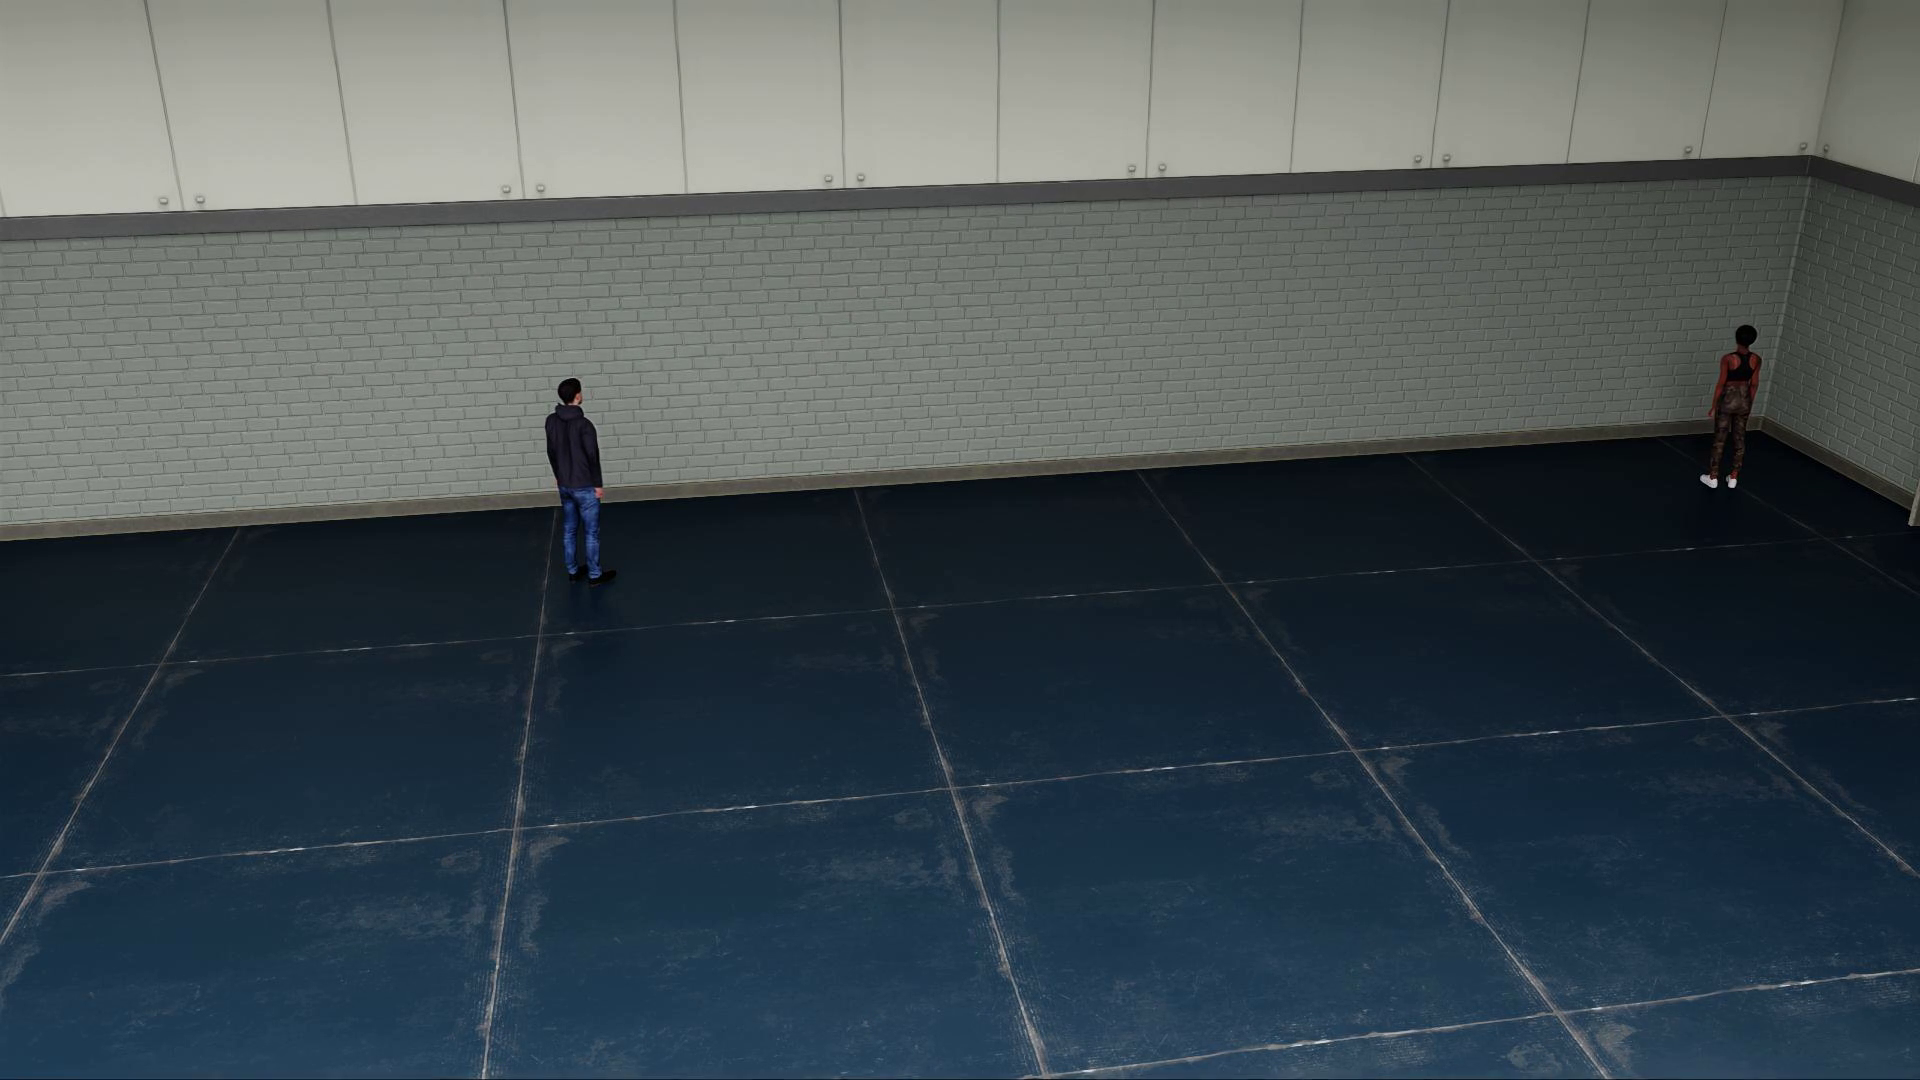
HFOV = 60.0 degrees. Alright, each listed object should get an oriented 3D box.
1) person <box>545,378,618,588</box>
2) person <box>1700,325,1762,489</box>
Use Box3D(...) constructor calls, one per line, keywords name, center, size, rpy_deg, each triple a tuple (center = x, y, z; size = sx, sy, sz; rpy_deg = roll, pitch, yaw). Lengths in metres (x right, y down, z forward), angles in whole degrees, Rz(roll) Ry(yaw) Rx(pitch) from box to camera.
Box3D(name="person", center=(-3.371, -0.504, 14.629), size=(0.760, 1.894, 0.781), rpy_deg=(11, 25, 24))
Box3D(name="person", center=(7.854, -1.364, 16.901), size=(0.621, 1.699, 0.577), rpy_deg=(1, 23, 2))
